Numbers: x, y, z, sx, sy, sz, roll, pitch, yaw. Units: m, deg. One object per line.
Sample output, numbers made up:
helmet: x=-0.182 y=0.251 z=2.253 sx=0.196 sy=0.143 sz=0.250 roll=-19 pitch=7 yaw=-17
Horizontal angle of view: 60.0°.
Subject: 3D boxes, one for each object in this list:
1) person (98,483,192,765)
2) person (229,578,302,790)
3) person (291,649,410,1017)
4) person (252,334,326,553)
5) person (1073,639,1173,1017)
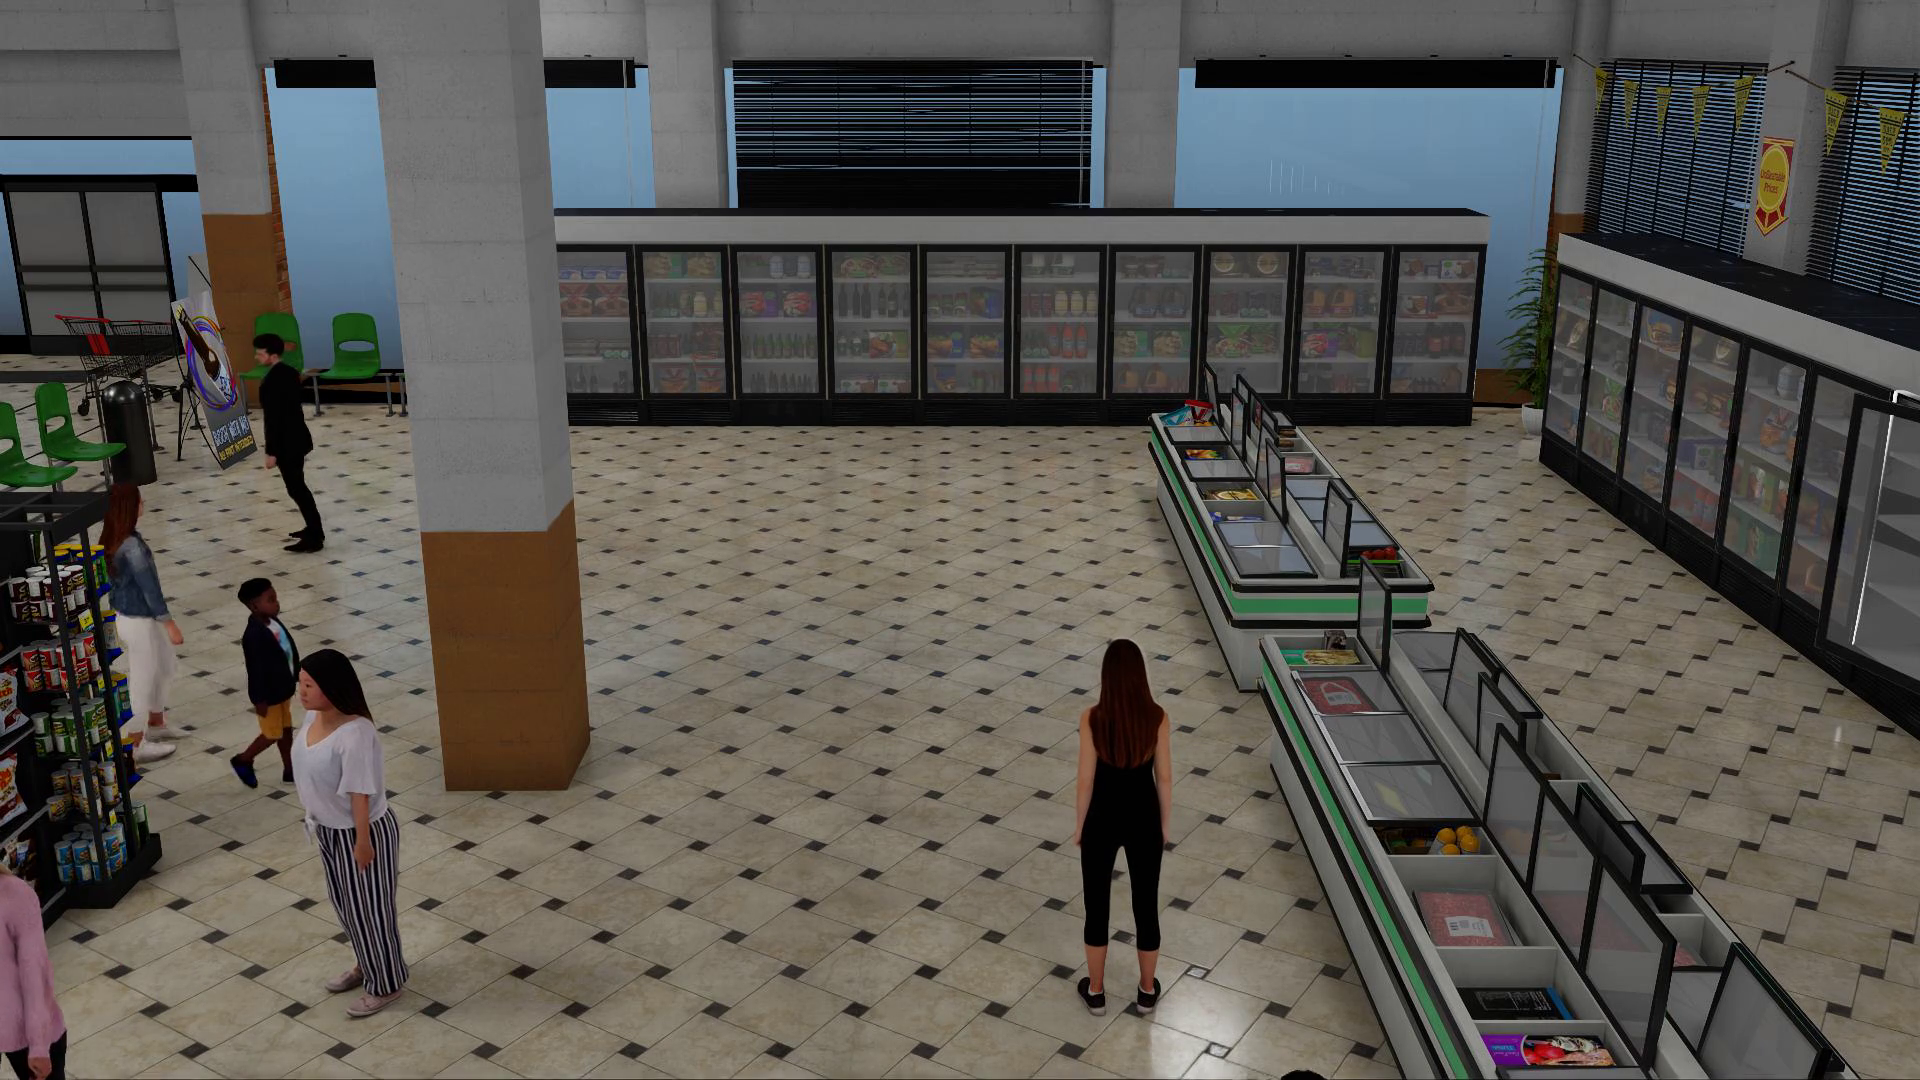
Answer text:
person: x=-4.883 y=0.515 z=9.695 sx=0.801 sy=1.687 sz=0.723 roll=-12 pitch=20 yaw=-34
person: x=-3.956 y=0.821 z=9.418 sx=0.633 sy=1.262 sz=0.663 roll=-2 pitch=17 yaw=-6
person: x=-2.663 y=1.250 z=7.289 sx=0.846 sy=1.679 sz=0.770 roll=-14 pitch=22 yaw=-38
person: x=-5.499 y=-0.800 z=13.735 sx=0.834 sy=1.856 sz=0.562 roll=2 pitch=17 yaw=5
person: x=0.699 y=1.247 z=7.217 sx=0.566 sy=1.726 sz=0.508 roll=1 pitch=17 yaw=2
